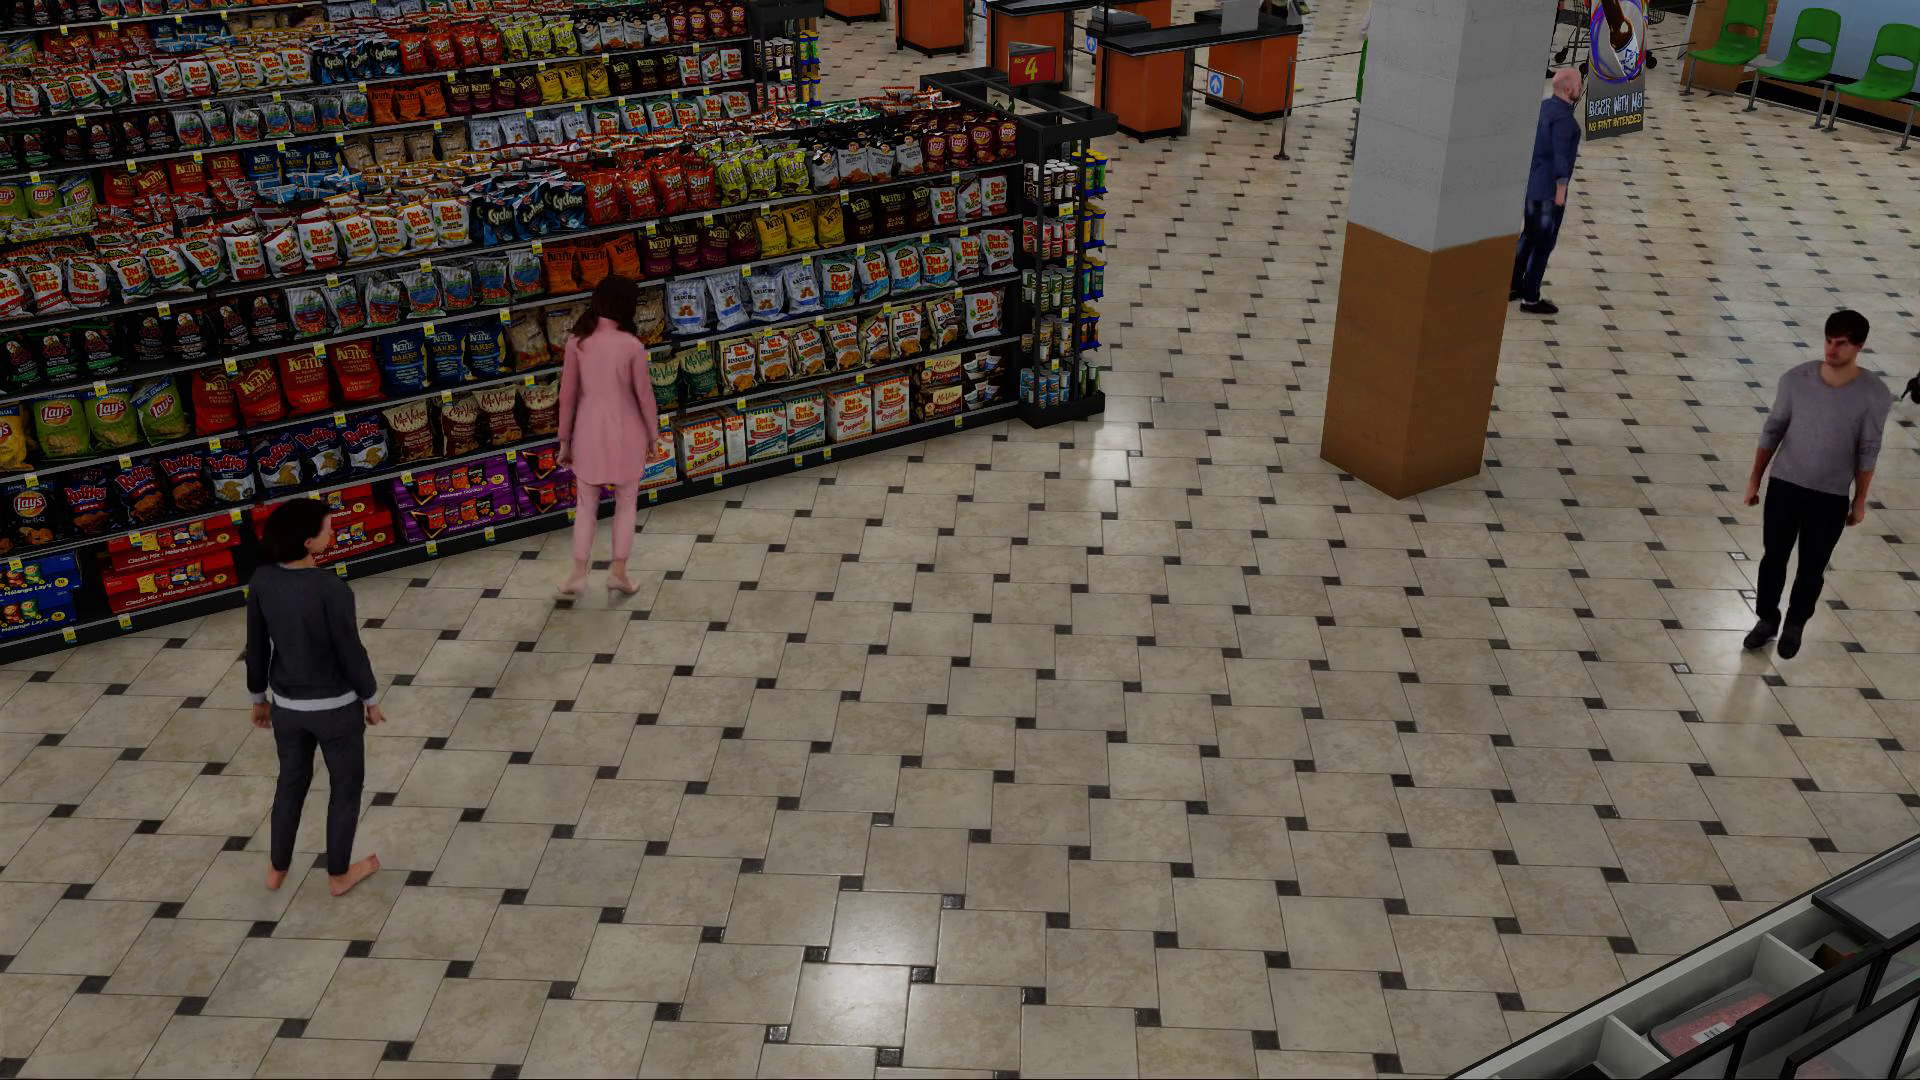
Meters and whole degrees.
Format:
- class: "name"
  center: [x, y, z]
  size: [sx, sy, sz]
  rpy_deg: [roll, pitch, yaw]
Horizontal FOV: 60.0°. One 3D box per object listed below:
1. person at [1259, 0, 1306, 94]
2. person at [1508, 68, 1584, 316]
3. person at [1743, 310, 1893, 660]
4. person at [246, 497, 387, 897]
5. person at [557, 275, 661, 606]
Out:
- class: "person"
  center: [3.446, -5.855, 18.556]
  size: [1.096, 1.696, 0.657]
  rpy_deg: [-14, 32, -24]
- class: "person"
  center: [4.419, -2.629, 12.514]
  size: [0.752, 1.825, 0.800]
  rpy_deg: [-2, 29, -4]
- class: "person"
  center: [4.220, -0.275, 8.203]
  size: [0.771, 1.824, 0.755]
  rpy_deg: [23, 36, 36]
- class: "person"
  center: [-2.595, 0.666, 6.562]
  size: [0.817, 1.745, 0.895]
  rpy_deg: [-2, 29, -3]
- class: "person"
  center: [-1.862, -0.469, 8.616]
  size: [0.811, 1.768, 0.945]
  rpy_deg: [-6, 29, -12]
